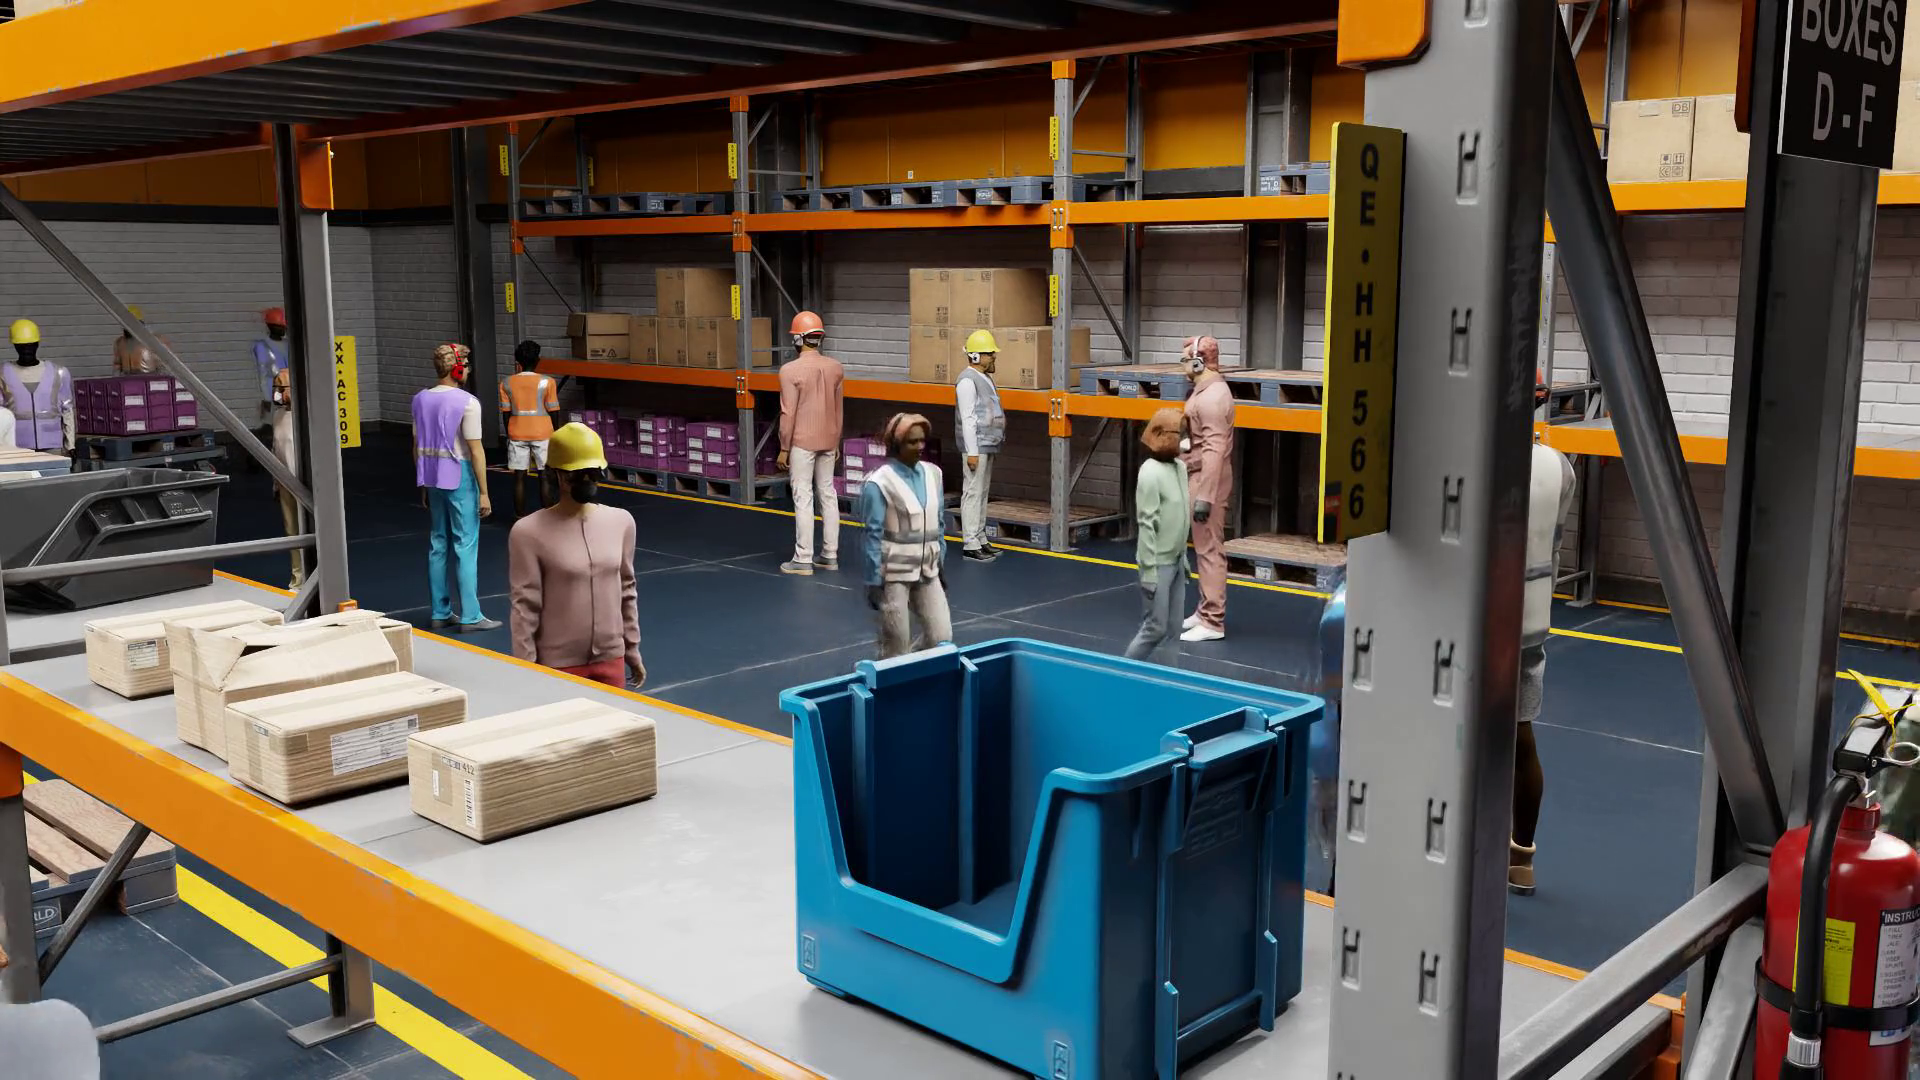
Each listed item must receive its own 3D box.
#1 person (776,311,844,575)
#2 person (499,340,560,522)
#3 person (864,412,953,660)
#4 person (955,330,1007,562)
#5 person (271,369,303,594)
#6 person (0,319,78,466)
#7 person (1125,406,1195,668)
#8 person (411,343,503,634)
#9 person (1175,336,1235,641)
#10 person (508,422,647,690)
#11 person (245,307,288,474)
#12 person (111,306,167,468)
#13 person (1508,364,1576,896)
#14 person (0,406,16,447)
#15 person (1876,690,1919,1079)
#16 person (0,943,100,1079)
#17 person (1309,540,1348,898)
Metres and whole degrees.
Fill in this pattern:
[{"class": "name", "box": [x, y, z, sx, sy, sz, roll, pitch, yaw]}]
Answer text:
[{"class": "person", "box": [-1.142, -0.733, 12.647, 0.381, 1.994, 0.614, 9, 13, 42]}, {"class": "person", "box": [-3.738, -0.890, 14.525, 0.535, 1.697, 0.318, 1, 9, 5]}, {"class": "person", "box": [-0.266, 0.183, 8.140, 0.389, 1.623, 0.532, 9, 13, 43]}, {"class": "person", "box": [0.167, -0.749, 13.243, 0.403, 1.833, 0.591, 2, 10, 14]}, {"class": "person", "box": [-4.575, -0.360, 11.472, 0.500, 1.631, 0.279, 6, 11, 34]}, {"class": "person", "box": [-7.244, -0.761, 13.025, 0.592, 1.925, 0.385, -6, 11, -33]}, {"class": "person", "box": [1.038, 0.130, 8.521, 0.380, 1.643, 0.513, 5, 11, 28]}, {"class": "person", "box": [-3.234, -0.322, 10.580, 0.574, 1.843, 0.374, 5, 11, 30]}, {"class": "person", "box": [1.505, -0.318, 10.392, 0.399, 1.903, 0.642, 1, 9, 8]}, {"class": "person", "box": [-1.388, 0.448, 6.110, 0.533, 1.765, 0.321, -9, 13, -43]}, {"class": "person", "box": [-7.669, -1.652, 18.613, 0.985, 1.900, 0.558, 4, 10, 26]}, {"class": "person", "box": [-9.317, -1.678, 18.733, 0.623, 1.886, 0.895, 3, 10, 15]}, {"class": "person", "box": [1.926, 0.325, 6.013, 0.606, 2.044, 0.373, -8, 12, -40]}, {"class": "person", "box": [-5.721, -0.172, 9.637, 0.548, 1.855, 0.567, -9, 13, -43]}, {"class": "person", "box": [2.415, 0.892, 3.875, 0.531, 1.601, 0.816, -6, 11, -33]}, {"class": "person", "box": [-1.268, 1.169, 2.144, 0.418, 1.613, 0.548, 3, 10, 18]}, {"class": "person", "box": [1.239, 0.668, 5.023, 0.364, 1.688, 0.534, 6, 11, 34]}]
